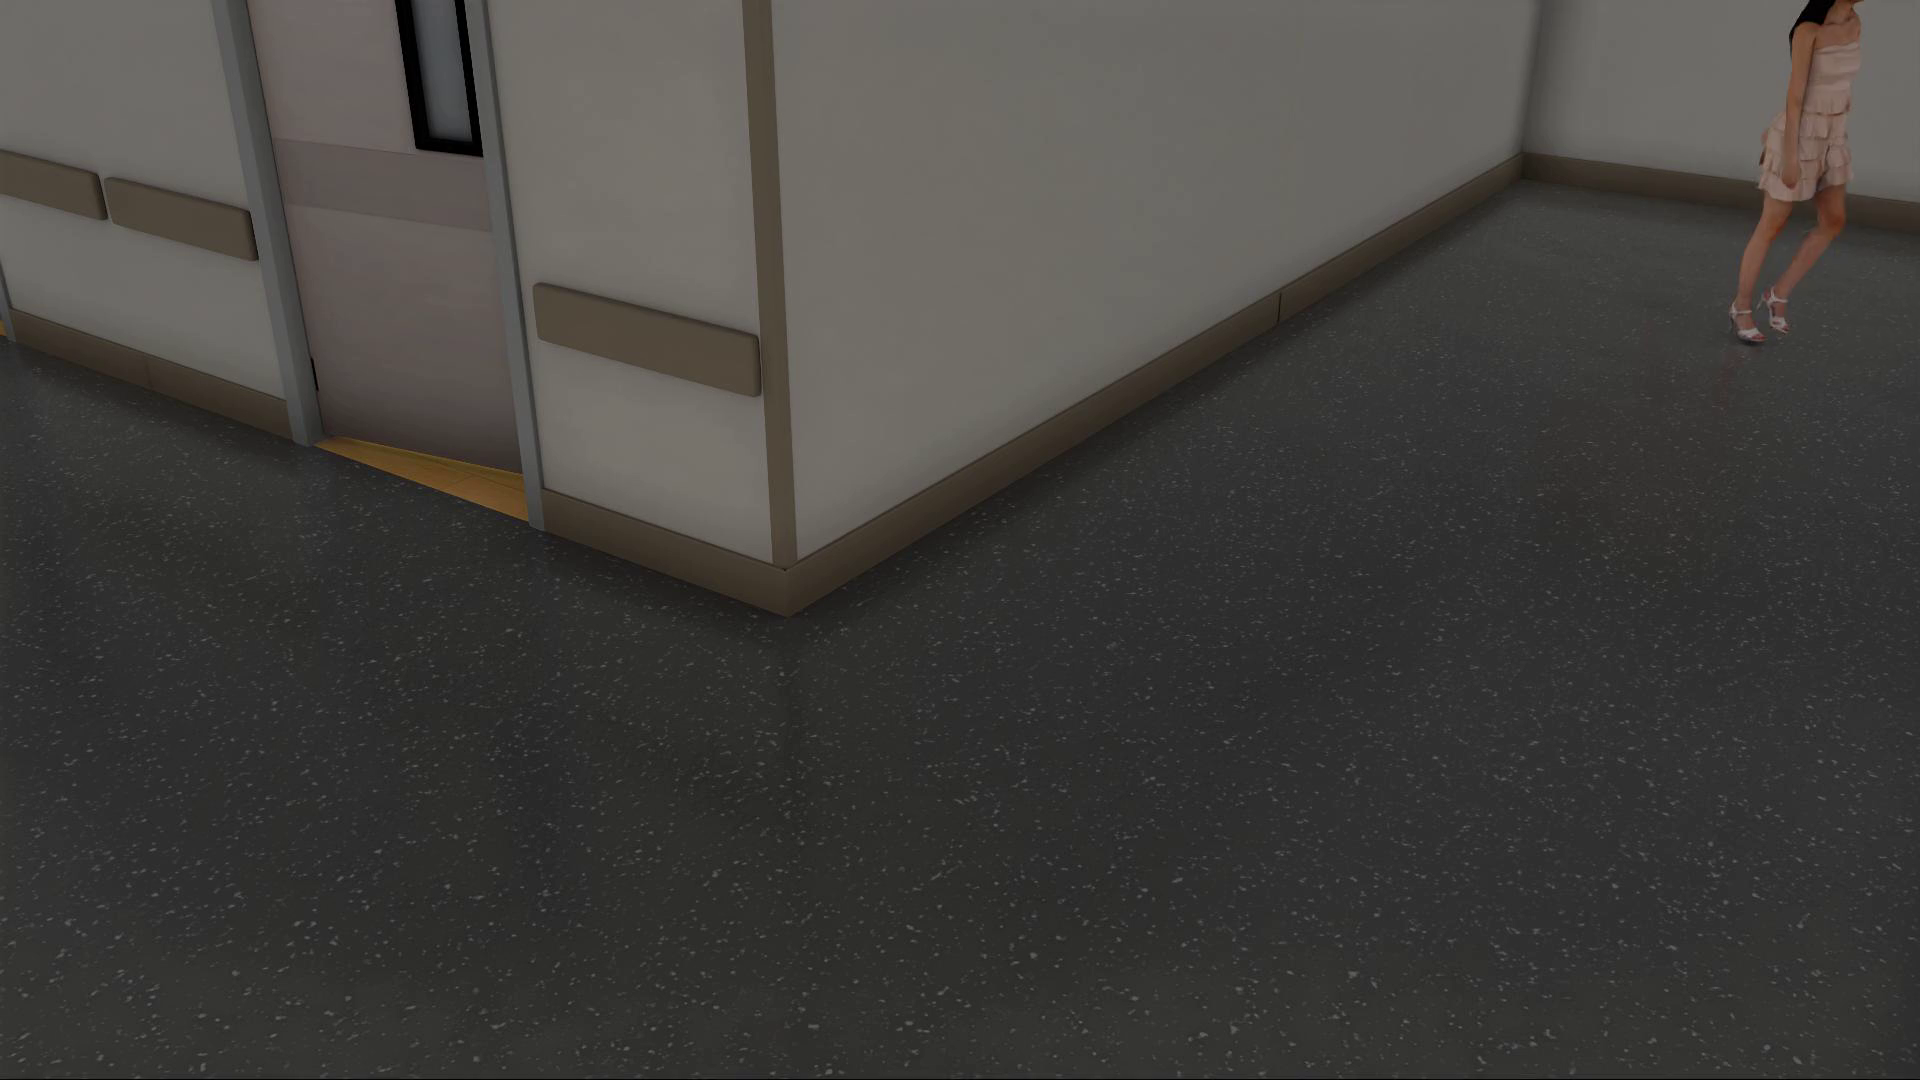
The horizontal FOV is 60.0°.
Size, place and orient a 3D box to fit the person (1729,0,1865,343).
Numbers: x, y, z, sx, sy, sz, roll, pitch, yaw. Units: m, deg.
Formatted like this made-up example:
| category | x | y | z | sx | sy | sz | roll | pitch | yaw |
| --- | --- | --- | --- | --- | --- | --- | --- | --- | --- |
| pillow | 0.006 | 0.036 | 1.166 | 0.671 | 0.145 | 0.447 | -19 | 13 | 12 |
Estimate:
| category | x | y | z | sx | sy | sz | roll | pitch | yaw |
| --- | --- | --- | --- | --- | --- | --- | --- | --- | --- |
| person | 3.569 | -1.695 | 7.199 | 0.687 | 1.722 | 0.755 | -12 | 28 | -22 |
